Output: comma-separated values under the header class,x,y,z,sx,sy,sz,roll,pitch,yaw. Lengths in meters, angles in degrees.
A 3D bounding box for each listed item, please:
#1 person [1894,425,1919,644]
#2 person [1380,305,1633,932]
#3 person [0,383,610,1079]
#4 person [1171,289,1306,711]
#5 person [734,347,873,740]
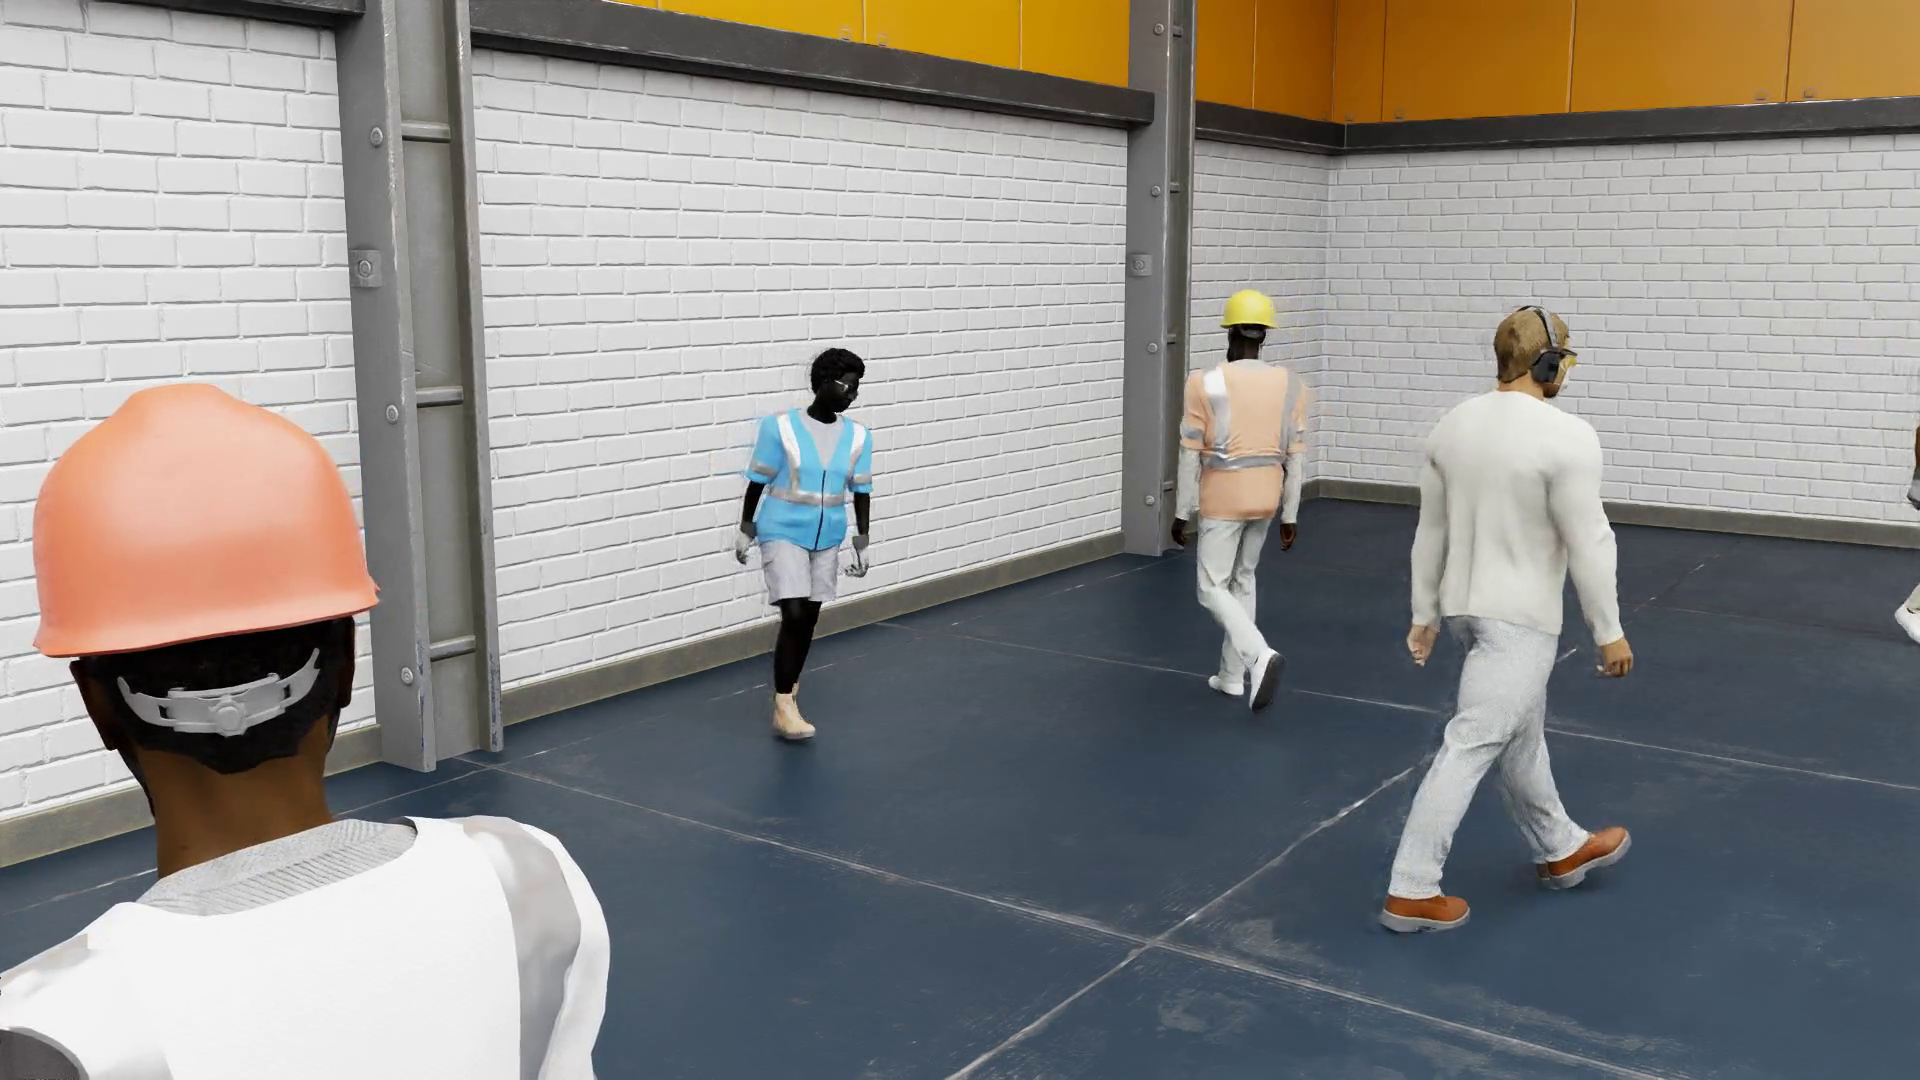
class,x,y,z,sx,sy,sz,roll,pitch,yaw
person,5.181,-0.333,8.621,0.532,1.843,0.427,-8,12,-38
person,1.712,0.239,5.075,1.033,1.884,0.632,-4,10,-20
person,-0.519,0.847,1.306,0.369,1.933,0.551,6,12,34
person,1.280,-0.167,7.451,0.594,1.899,0.728,-4,10,-20
person,-0.634,0.011,7.087,0.586,1.652,0.607,-6,11,-33
